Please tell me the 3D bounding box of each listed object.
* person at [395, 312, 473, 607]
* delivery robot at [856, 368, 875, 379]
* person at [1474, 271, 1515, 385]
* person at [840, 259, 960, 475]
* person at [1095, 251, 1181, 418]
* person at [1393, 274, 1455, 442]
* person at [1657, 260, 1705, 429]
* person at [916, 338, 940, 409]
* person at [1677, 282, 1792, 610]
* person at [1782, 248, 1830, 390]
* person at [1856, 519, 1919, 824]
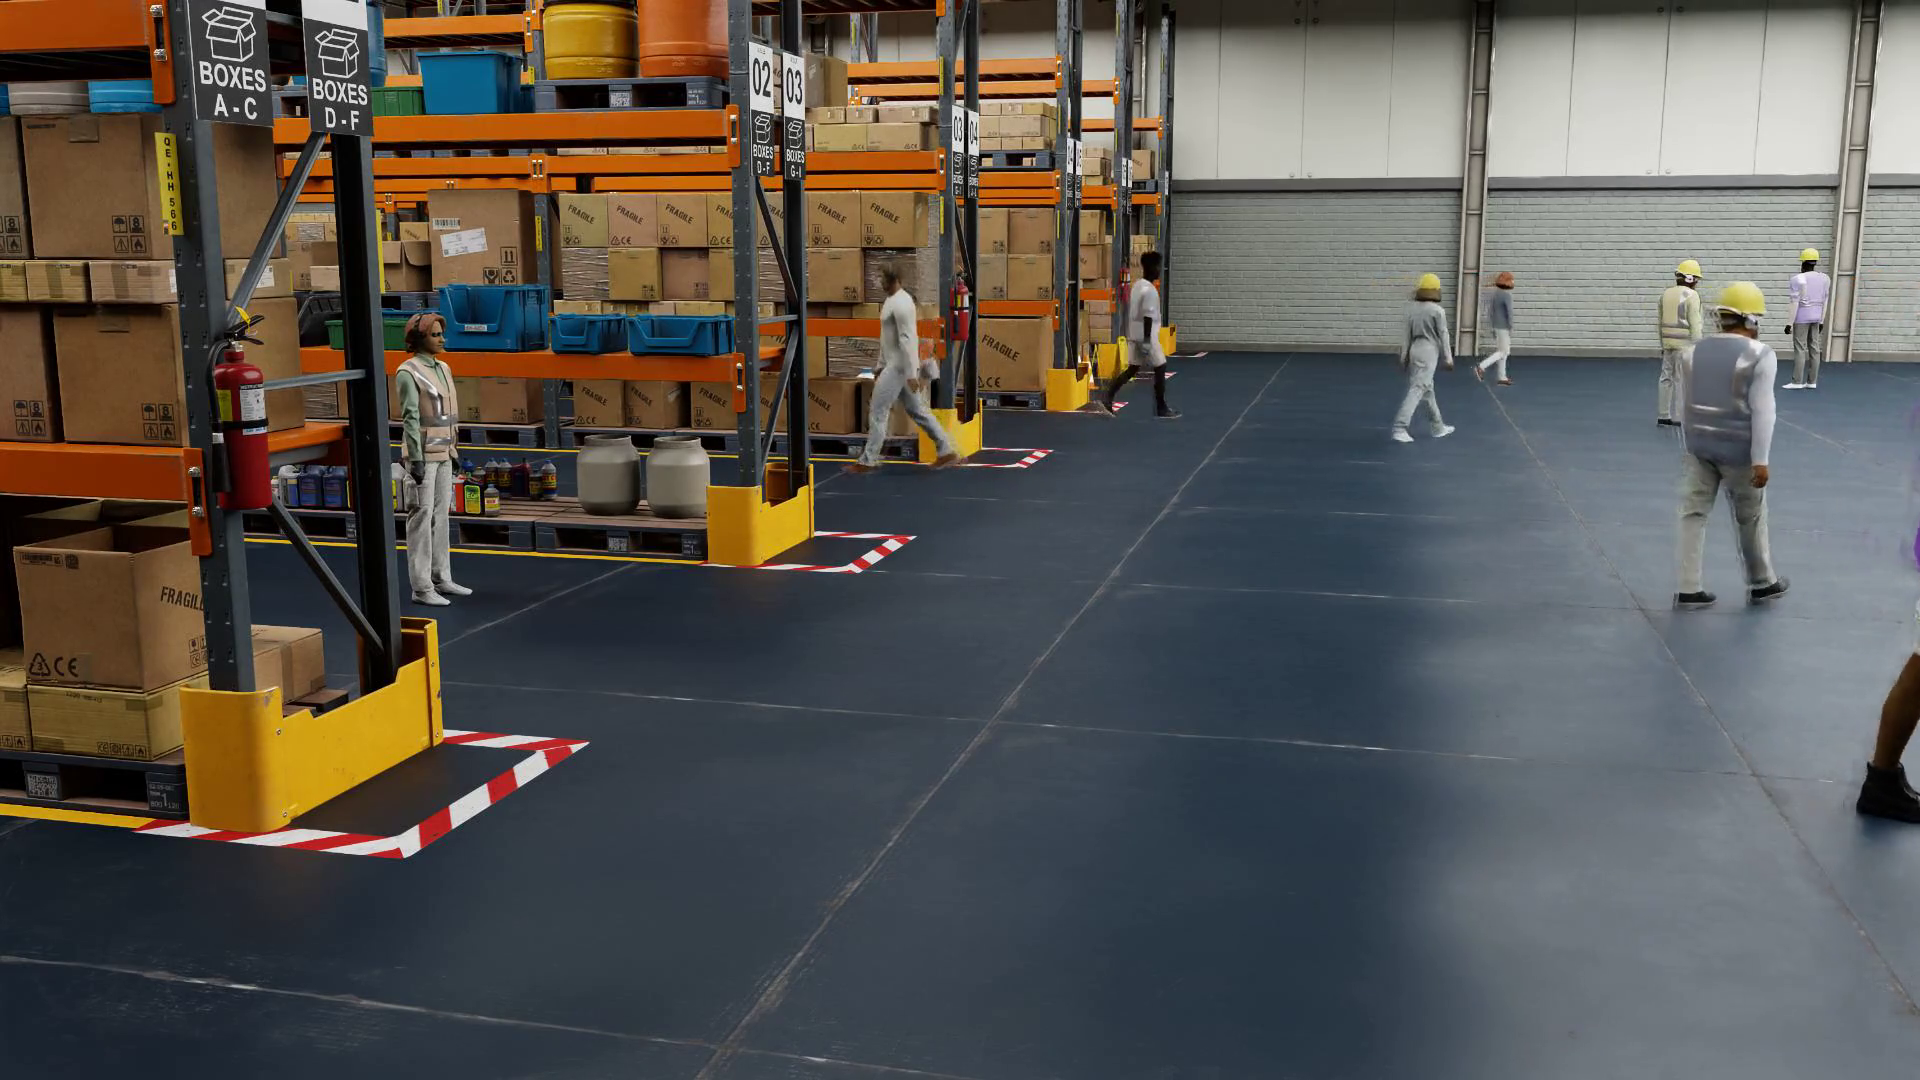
[{"bbox_3d":[-2.983,-0.455,9.370,0.307,1.641,0.513,1,10,7],"label":"person"},{"bbox_3d":[-1.094,-1.766,19.380,0.707,0.478,0.477,3,11,15],"label":"delivery robot"},{"bbox_3d":[7.552,-2.964,23.336,0.591,1.612,0.510,-1,10,-4],"label":"person"},{"bbox_3d":[-0.491,-1.502,14.523,1.053,1.887,0.617,-1,10,-3],"label":"person"},{"bbox_3d":[2.043,-2.335,19.002,0.935,1.933,0.615,-3,11,-15],"label":"person"},{"bbox_3d":[4.758,-1.856,16.994,0.946,1.692,0.489,-5,11,-27],"label":"person"},{"bbox_3d":[7.833,-2.114,18.056,0.403,1.822,0.588,-3,11,-16],"label":"person"},{"bbox_3d":[-0.359,-1.865,17.094,0.712,1.673,0.542,8,13,37],"label":"person"},{"bbox_3d":[4.338,-0.517,9.244,0.821,1.801,0.621,-6,12,-30],"label":"person"},{"bbox_3d":[11.576,-3.018,22.770,0.584,1.928,0.374,-2,10,-13],"label":"person"},{"bbox_3d":[3.561,0.088,5.613,0.871,1.902,0.582,7,12,33],"label":"person"}]
